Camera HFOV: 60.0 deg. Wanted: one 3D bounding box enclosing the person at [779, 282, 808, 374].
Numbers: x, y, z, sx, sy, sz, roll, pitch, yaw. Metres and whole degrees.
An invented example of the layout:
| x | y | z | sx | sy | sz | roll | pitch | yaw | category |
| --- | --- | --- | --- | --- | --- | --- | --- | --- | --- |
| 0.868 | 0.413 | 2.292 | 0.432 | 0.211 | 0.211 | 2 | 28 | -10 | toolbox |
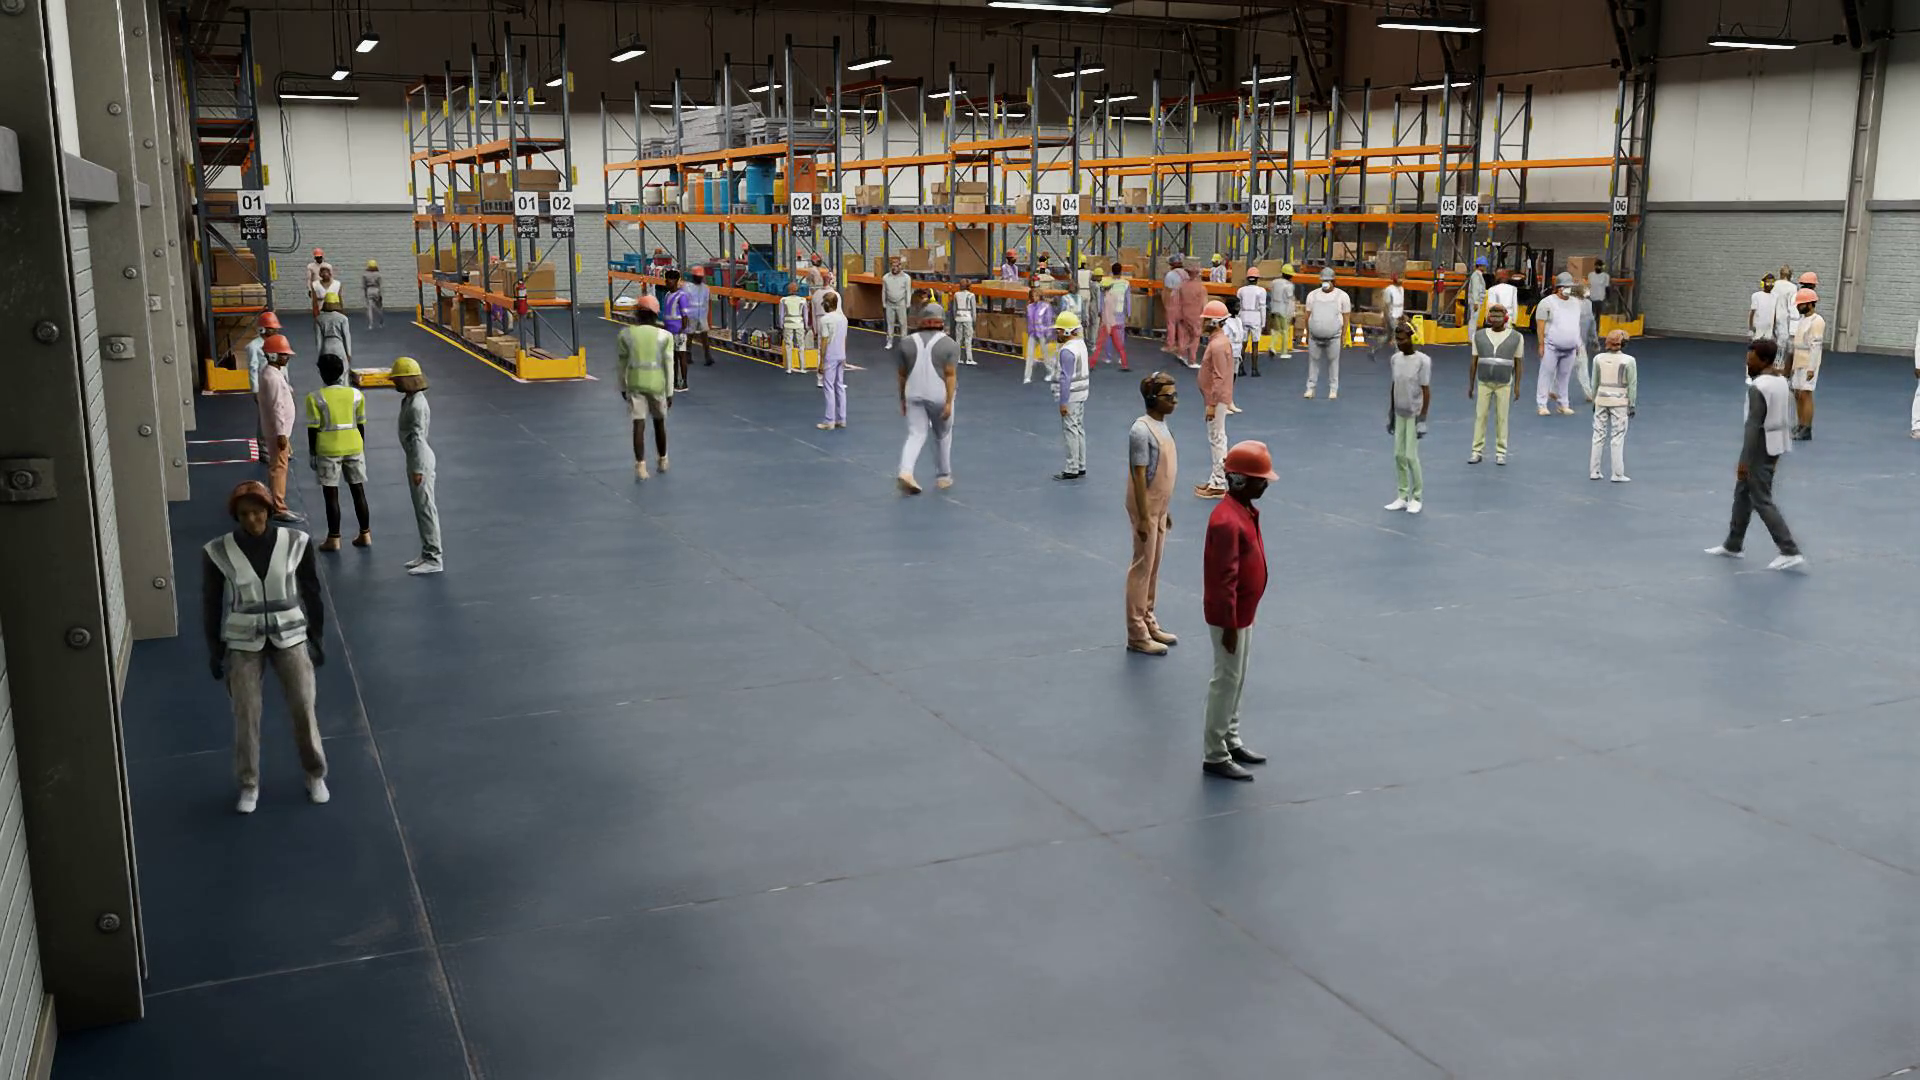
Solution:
| x | y | z | sx | sy | sz | roll | pitch | yaw | category |
| --- | --- | --- | --- | --- | --- | --- | --- | --- | --- |
| -2.980 | -3.792 | 29.828 | 0.523 | 1.638 | 0.311 | -1 | 11 | -7 | person |

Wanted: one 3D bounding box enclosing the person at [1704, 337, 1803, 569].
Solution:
| x | y | z | sx | sy | sz | roll | pitch | yaw | category |
| --- | --- | --- | --- | --- | --- | --- | --- | --- | --- |
| 6.581 | -0.717 | 13.636 | 0.740 | 1.907 | 0.615 | 10 | 15 | 42 | person |

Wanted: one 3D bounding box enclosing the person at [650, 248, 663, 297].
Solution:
| x | y | z | sx | sy | sz | roll | pitch | yaw | category |
| --- | --- | --- | --- | --- | --- | --- | --- | --- | --- |
| -8.618 | -7.422 | 47.660 | 0.574 | 1.881 | 0.358 | -4 | 12 | -20 | person |

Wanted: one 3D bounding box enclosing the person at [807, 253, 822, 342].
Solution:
| x | y | z | sx | sy | sz | roll | pitch | yaw | category |
| --- | --- | --- | --- | --- | --- | --- | --- | --- | --- |
| -3.238 | -5.438 | 37.294 | 0.391 | 1.991 | 0.612 | -4 | 12 | -21 | person |

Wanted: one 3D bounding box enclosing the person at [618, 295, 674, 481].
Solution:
| x | y | z | sx | sy | sz | roll | pitch | yaw | category |
| --- | --- | --- | --- | --- | --- | --- | --- | --- | --- |
| -3.408 | -1.660 | 18.133 | 0.618 | 1.989 | 1.043 | -1 | 11 | -5 | person |

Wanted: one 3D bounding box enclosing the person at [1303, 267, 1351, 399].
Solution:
| x | y | z | sx | sy | sz | roll | pitch | yaw | category |
| --- | --- | --- | --- | --- | --- | --- | --- | --- | --- |
| 5.686 | -3.215 | 25.872 | 0.682 | 2.000 | 0.536 | 5 | 12 | 24 | person |

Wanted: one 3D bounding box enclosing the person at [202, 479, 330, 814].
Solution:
| x | y | z | sx | sy | sz | roll | pitch | yaw | category |
| --- | --- | --- | --- | --- | --- | --- | --- | --- | --- |
| -3.343 | 0.506 | 8.025 | 0.537 | 1.629 | 0.315 | -5 | 12 | -24 | person |

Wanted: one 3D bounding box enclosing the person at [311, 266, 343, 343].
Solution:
| x | y | z | sx | sy | sz | roll | pitch | yaw | category |
| --- | --- | --- | --- | --- | --- | --- | --- | --- | --- |
| -12.692 | -4.591 | 33.408 | 0.564 | 1.831 | 0.458 | -4 | 12 | -19 | person |

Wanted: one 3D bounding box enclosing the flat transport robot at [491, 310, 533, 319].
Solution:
| x | y | z | sx | sy | sz | roll | pitch | yaw | category |
| --- | --- | --- | --- | --- | --- | --- | --- | --- | --- |
| -12.158 | -6.139 | 45.244 | 0.652 | 0.197 | 1.431 | 2 | 11 | 9 | flat transport robot |

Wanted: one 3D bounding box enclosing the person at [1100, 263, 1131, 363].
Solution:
| x | y | z | sx | sy | sz | roll | pitch | yaw | category |
| --- | --- | --- | --- | --- | --- | --- | --- | --- | --- |
| 2.998 | -4.373 | 32.067 | 0.600 | 1.917 | 0.376 | 3 | 12 | 15 | person |

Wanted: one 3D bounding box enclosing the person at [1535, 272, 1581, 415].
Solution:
| x | y | z | sx | sy | sz | roll | pitch | yaw | category |
| --- | --- | --- | --- | --- | --- | --- | --- | --- | --- |
| 8.586 | -2.797 | 23.745 | 0.676 | 2.000 | 0.536 | -3 | 11 | -13 | person |

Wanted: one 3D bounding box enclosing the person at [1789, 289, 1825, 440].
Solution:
| x | y | z | sx | sy | sz | roll | pitch | yaw | category |
| --- | --- | --- | --- | --- | --- | --- | --- | --- | --- |
| 10.738 | -2.233 | 21.189 | 0.391 | 1.923 | 0.554 | 1 | 11 | 4 | person |

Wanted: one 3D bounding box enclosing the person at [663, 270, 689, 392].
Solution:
| x | y | z | sx | sy | sz | roll | pitch | yaw | category |
| --- | --- | --- | --- | --- | --- | --- | --- | --- | --- |
| -4.625 | -3.392 | 26.960 | 0.367 | 1.966 | 0.604 | -10 | 15 | -40 | person |

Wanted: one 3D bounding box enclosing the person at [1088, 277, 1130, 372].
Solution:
| x | y | z | sx | sy | sz | roll | pitch | yaw | category |
| --- | --- | --- | --- | --- | --- | --- | --- | --- | --- |
| 2.671 | -3.908 | 30.225 | 0.919 | 1.722 | 0.532 | 4 | 12 | 20 | person |

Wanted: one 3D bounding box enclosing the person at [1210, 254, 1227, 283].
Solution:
| x | y | z | sx | sy | sz | roll | pitch | yaw | category |
| --- | --- | --- | --- | --- | --- | --- | --- | --- | --- |
| 6.681 | -6.513 | 43.200 | 0.404 | 1.825 | 0.594 | -6 | 13 | -27 | person |

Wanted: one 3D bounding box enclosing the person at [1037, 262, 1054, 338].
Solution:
| x | y | z | sx | sy | sz | roll | pitch | yaw | category |
| --- | --- | --- | --- | --- | --- | --- | --- | --- | --- |
| 1.901 | -5.547 | 38.465 | 0.573 | 1.744 | 0.342 | -4 | 12 | -19 | person |

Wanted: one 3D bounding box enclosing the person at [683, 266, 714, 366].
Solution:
| x | y | z | sx | sy | sz | roll | pitch | yaw | category |
| --- | --- | --- | --- | --- | --- | --- | --- | --- | --- |
| -4.987 | -4.244 | 31.518 | 0.549 | 1.891 | 1.009 | -6 | 13 | -28 | person |

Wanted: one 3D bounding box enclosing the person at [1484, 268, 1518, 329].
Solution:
| x | y | z | sx | sy | sz | roll | pitch | yaw | category |
| --- | --- | --- | --- | --- | --- | --- | --- | --- | --- |
| 9.801 | -3.968 | 30.106 | 0.609 | 1.875 | 0.440 | -3 | 11 | -13 | person |

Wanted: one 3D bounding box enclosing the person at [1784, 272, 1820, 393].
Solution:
| x | y | z | sx | sy | sz | roll | pitch | yaw | category |
| --- | --- | --- | --- | --- | --- | --- | --- | --- | --- |
| 13.499 | -3.318 | 26.662 | 0.369 | 1.933 | 0.551 | -2 | 11 | -9 | person |

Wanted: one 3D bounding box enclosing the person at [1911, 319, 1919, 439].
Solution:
| x | y | z | sx | sy | sz | roll | pitch | yaw | category |
| --- | --- | --- | --- | --- | --- | --- | --- | --- | --- |
| 12.485 | -2.230 | 21.259 | 0.572 | 1.886 | 0.353 | -1 | 11 | -3 | person |

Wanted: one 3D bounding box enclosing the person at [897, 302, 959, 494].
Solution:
| x | y | z | sx | sy | sz | roll | pitch | yaw | category |
| --- | --- | --- | --- | --- | --- | --- | --- | --- | --- |
| -0.364 | -1.503 | 17.169 | 0.693 | 2.000 | 0.996 | 4 | 12 | 20 | person |

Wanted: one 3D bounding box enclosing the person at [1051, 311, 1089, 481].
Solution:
| x | y | z | sx | sy | sz | roll | pitch | yaw | category |
| --- | --- | --- | --- | --- | --- | --- | --- | --- | --- |
| 1.180 | -1.549 | 17.965 | 0.404 | 1.826 | 0.592 | 4 | 12 | 19 | person |

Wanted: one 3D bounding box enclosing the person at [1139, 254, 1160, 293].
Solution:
| x | y | z | sx | sy | sz | roll | pitch | yaw | category |
| --- | --- | --- | --- | --- | --- | --- | --- | --- | --- |
| 4.897 | -6.493 | 42.965 | 0.536 | 1.869 | 0.312 | 3 | 11 | 14 | person |

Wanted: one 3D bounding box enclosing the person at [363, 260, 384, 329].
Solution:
| x | y | z | sx | sy | sz | roll | pitch | yaw | category |
| --- | --- | --- | --- | --- | --- | --- | --- | --- | --- |
| -14.634 | -6.119 | 41.520 | 0.502 | 1.695 | 0.925 | -1 | 11 | -7 | person |

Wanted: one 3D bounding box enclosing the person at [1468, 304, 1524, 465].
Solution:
| x | y | z | sx | sy | sz | roll | pitch | yaw | category |
| --- | --- | --- | --- | --- | --- | --- | --- | --- | --- |
| 6.138 | -1.782 | 19.085 | 0.570 | 1.843 | 0.373 | 5 | 12 | 24 | person |

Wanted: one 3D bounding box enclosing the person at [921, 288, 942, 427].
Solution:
| x | y | z | sx | sy | sz | roll | pitch | yaw | category |
| --- | --- | --- | --- | --- | --- | --- | --- | --- | --- |
| -0.402 | -2.463 | 22.481 | 0.329 | 1.873 | 0.516 | -5 | 12 | -23 | person |

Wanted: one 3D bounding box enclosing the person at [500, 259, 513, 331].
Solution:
| x | y | z | sx | sy | sz | roll | pitch | yaw | category |
| --- | --- | --- | --- | --- | --- | --- | --- | --- | --- |
| -11.087 | -5.965 | 40.545 | 0.308 | 1.769 | 0.525 | -4 | 12 | -21 | person |

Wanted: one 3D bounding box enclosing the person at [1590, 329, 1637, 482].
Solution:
| x | y | z | sx | sy | sz | roll | pitch | yaw | category |
| --- | --- | --- | --- | --- | --- | --- | --- | --- | --- |
| 7.007 | -1.438 | 17.860 | 0.308 | 1.641 | 0.514 | -9 | 14 | -39 | person |

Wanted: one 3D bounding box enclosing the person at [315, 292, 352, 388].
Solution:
| x | y | z | sx | sy | sz | roll | pitch | yaw | category |
| --- | --- | --- | --- | --- | --- | --- | --- | --- | --- |
| -9.049 | -2.712 | 24.070 | 0.493 | 1.743 | 0.311 | 0 | 11 | -1 | person |

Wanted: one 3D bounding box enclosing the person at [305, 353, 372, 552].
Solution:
| x | y | z | sx | sy | sz | roll | pitch | yaw | category |
| --- | --- | --- | --- | --- | --- | --- | --- | --- | --- |
| -5.321 | -0.749 | 14.238 | 0.322 | 1.691 | 0.534 | 10 | 15 | 41 | person |

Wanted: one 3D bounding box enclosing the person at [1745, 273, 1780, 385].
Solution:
| x | y | z | sx | sy | sz | roll | pitch | yaw | category |
| --- | --- | --- | --- | --- | --- | --- | --- | --- | --- |
| 13.505 | -3.538 | 27.950 | 0.534 | 1.868 | 0.309 | -2 | 11 | -10 | person |

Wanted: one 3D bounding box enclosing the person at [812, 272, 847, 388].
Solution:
| x | y | z | sx | sy | sz | roll | pitch | yaw | category |
| --- | --- | --- | --- | --- | --- | --- | --- | --- | --- |
| -2.141 | -3.452 | 27.419 | 0.651 | 1.906 | 0.402 | 10 | 15 | 43 | person |

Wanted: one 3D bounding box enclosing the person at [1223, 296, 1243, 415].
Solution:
| x | y | z | sx | sy | sz | roll | pitch | yaw | category |
| --- | --- | --- | --- | --- | --- | --- | --- | --- | --- |
| 3.882 | -2.644 | 23.843 | 0.318 | 1.699 | 0.535 | 8 | 14 | 34 | person |

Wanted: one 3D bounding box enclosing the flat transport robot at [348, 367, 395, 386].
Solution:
| x | y | z | sx | sy | sz | roll | pitch | yaw | category |
| --- | --- | --- | --- | --- | --- | --- | --- | --- | --- |
| -9.923 | -2.775 | 28.146 | 0.652 | 0.197 | 1.431 | -6 | 12 | -26 | flat transport robot |

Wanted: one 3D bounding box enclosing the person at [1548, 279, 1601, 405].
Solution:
| x | y | z | sx | sy | sz | roll | pitch | yaw | category |
| --- | --- | --- | --- | --- | --- | --- | --- | --- | --- |
| 9.354 | -2.999 | 25.175 | 0.631 | 1.891 | 1.025 | -11 | 15 | -43 | person |
